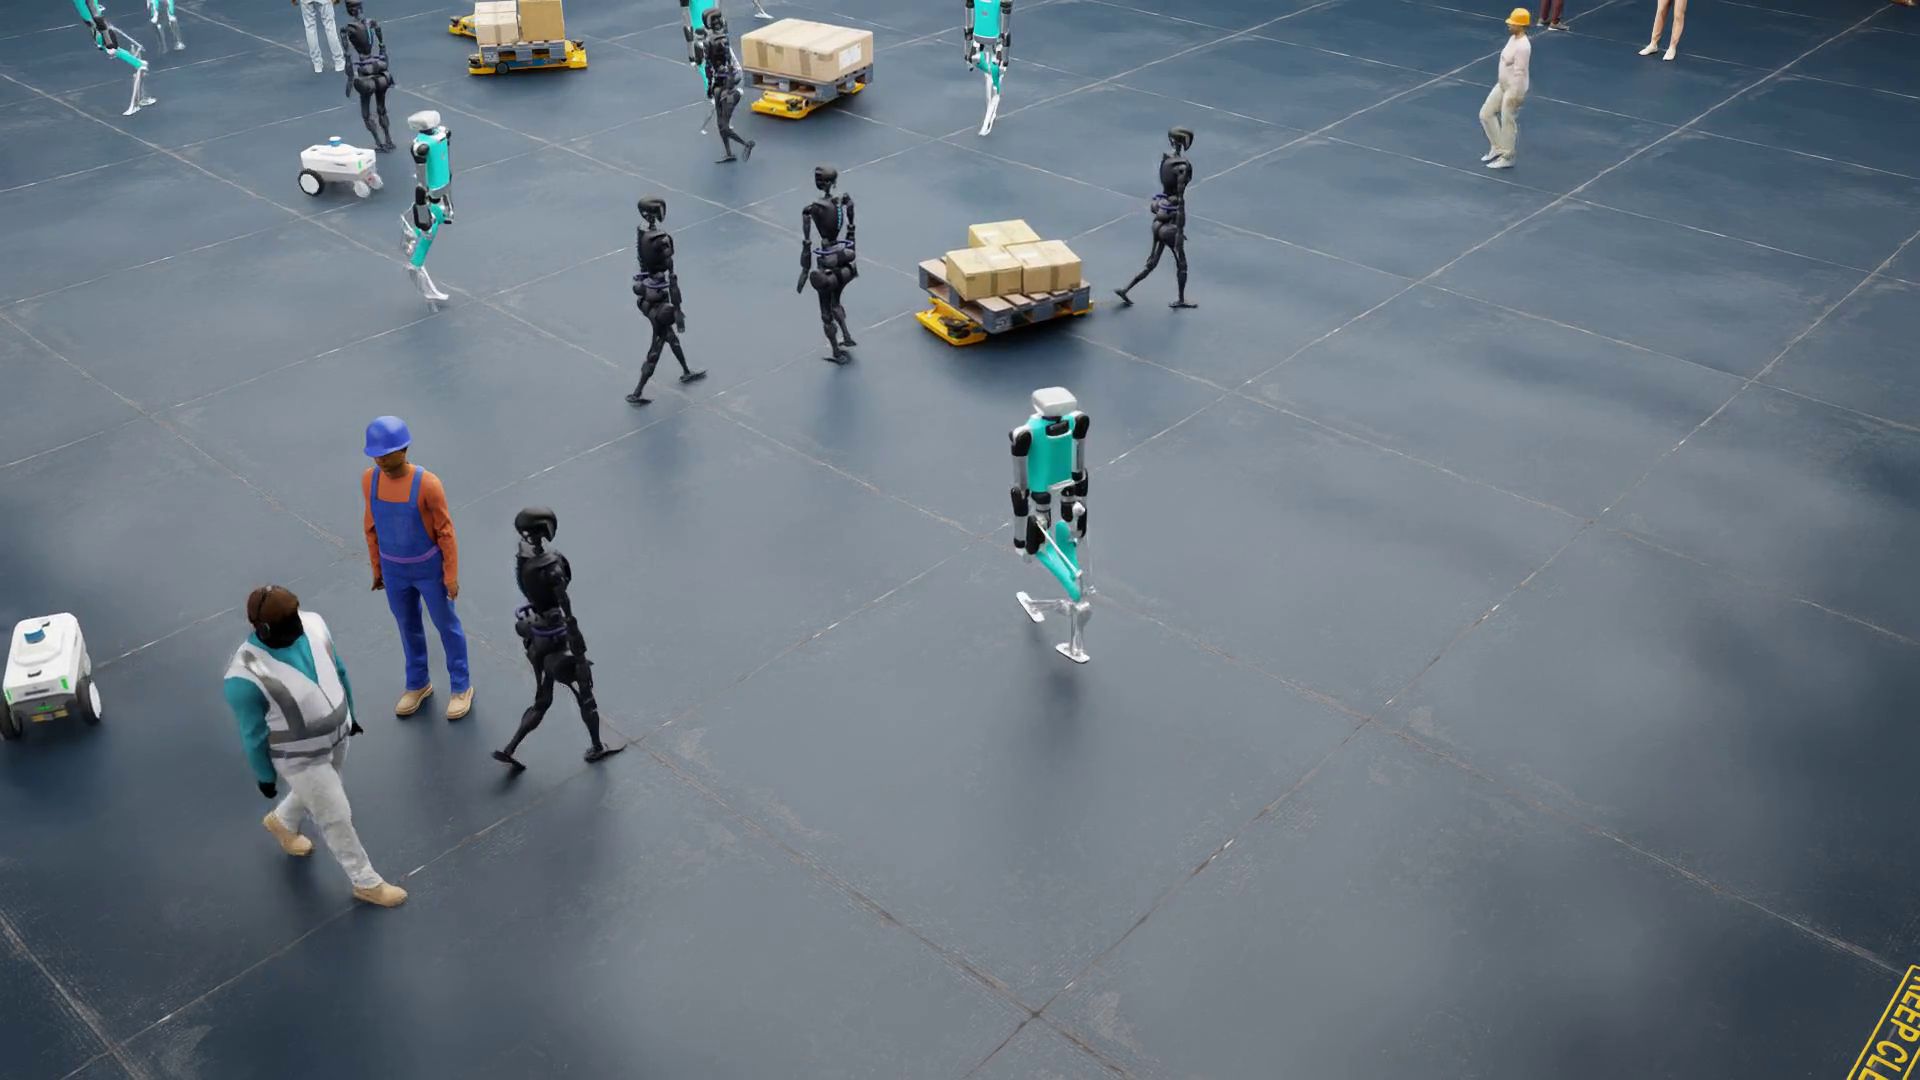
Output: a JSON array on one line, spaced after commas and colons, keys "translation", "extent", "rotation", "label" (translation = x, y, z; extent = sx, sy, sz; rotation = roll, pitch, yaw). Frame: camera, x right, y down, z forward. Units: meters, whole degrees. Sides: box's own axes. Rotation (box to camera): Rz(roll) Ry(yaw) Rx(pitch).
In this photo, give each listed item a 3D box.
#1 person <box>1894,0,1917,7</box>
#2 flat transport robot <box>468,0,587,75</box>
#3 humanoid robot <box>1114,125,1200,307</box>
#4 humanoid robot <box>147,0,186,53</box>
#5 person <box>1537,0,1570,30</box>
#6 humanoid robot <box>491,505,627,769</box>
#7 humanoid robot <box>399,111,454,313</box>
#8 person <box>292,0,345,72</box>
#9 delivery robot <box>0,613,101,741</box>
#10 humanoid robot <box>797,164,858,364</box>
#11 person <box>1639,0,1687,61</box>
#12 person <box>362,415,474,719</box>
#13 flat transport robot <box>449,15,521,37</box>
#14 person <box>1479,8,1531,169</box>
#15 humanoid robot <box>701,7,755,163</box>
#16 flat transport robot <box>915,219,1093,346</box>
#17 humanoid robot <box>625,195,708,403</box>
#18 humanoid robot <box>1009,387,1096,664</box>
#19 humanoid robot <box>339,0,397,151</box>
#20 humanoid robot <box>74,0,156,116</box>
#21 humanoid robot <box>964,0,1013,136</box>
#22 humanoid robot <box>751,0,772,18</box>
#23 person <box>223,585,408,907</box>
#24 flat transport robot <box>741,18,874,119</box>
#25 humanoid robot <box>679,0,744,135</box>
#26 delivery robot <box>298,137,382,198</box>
[{"translation": [13.220, -8.469, 23.269], "extent": [0.647, 1.882, 0.733], "rotation": [-24, 39, -33], "label": "person"}, {"translation": [-5.462, -6.117, 21.003], "extent": [1.431, 0.231, 0.659], "rotation": [-7, 33, -11], "label": "flat transport robot"}, {"translation": [1.736, -2.765, 14.314], "extent": [0.704, 1.640, 0.608], "rotation": [-4, 32, -7], "label": "humanoid robot"}, {"translation": [-10.182, -7.071, 21.167], "extent": [0.545, 1.815, 0.709], "rotation": [-6, 32, -10], "label": "humanoid robot"}, {"translation": [8.027, -7.740, 22.152], "extent": [0.364, 1.813, 0.553], "rotation": [-10, 33, -16], "label": "person"}, {"translation": [-2.248, 0.562, 8.948], "extent": [0.690, 1.649, 0.588], "rotation": [-23, 39, -32], "label": "humanoid robot"}, {"translation": [-4.673, -2.776, 14.315], "extent": [0.762, 1.866, 0.534], "rotation": [6, 32, 10], "label": "humanoid robot"}, {"translation": [-7.940, -6.721, 20.413], "extent": [0.587, 1.920, 0.391], "rotation": [-4, 32, -6], "label": "person"}, {"translation": [-5.298, 0.774, 9.645], "extent": [0.499, 0.603, 0.782], "rotation": [-11, 33, -17], "label": "delivery robot"}, {"translation": [-1.052, -2.223, 13.406], "extent": [0.324, 1.650, 0.586], "rotation": [27, 41, 36], "label": "humanoid robot"}, {"translation": [9.018, -7.013, 20.924], "extent": [0.349, 1.876, 0.517], "rotation": [-26, 40, -35], "label": "person"}, {"translation": [-3.067, 0.157, 9.348], "extent": [0.512, 1.910, 0.363], "rotation": [5, 32, 7], "label": "person"}, {"translation": [-6.069, -6.785, 22.080], "extent": [1.431, 0.231, 0.659], "rotation": [21, 38, 30], "label": "flat transport robot"}, {"translation": [5.711, -4.711, 17.388], "extent": [0.418, 1.678, 0.501], "rotation": [-1, 32, -2], "label": "person"}, {"translation": [-2.461, -4.812, 17.569], "extent": [0.451, 1.636, 0.598], "rotation": [-21, 37, -30], "label": "humanoid robot"}, {"translation": [0.390, -2.021, 14.408], "extent": [1.431, 0.231, 0.659], "rotation": [-19, 36, -27], "label": "flat transport robot"}, {"translation": [-2.336, -1.884, 12.897], "extent": [0.795, 1.625, 0.590], "rotation": [-22, 38, -31], "label": "humanoid robot"}, {"translation": [0.623, -0.019, 9.789], "extent": [0.548, 1.732, 0.997], "rotation": [-20, 37, -29], "label": "humanoid robot"}, {"translation": [-6.375, -5.013, 17.901], "extent": [0.353, 1.638, 0.616], "rotation": [17, 36, 25], "label": "humanoid robot"}, {"translation": [-9.591, -5.760, 19.035], "extent": [0.878, 1.770, 0.585], "rotation": [-24, 39, -33], "label": "humanoid robot"}, {"translation": [0.366, -5.401, 18.486], "extent": [0.562, 1.757, 0.957], "rotation": [11, 33, 17], "label": "humanoid robot"}, {"translation": [-2.750, -7.846, 22.508], "extent": [0.713, 1.899, 0.541], "rotation": [9, 33, 14], "label": "humanoid robot"}, {"translation": [-3.228, 0.968, 8.136], "extent": [0.858, 1.814, 0.630], "rotation": [11, 33, 17], "label": "person"}, {"translation": [-1.797, -5.311, 19.706], "extent": [0.659, 0.231, 1.431], "rotation": [17, 36, 26], "label": "flat transport robot"}, {"translation": [-2.677, -5.308, 18.331], "extent": [0.542, 1.803, 0.723], "rotation": [-25, 39, -34], "label": "humanoid robot"}, {"translation": [-6.368, -3.831, 17.049], "extent": [0.781, 0.591, 0.499], "rotation": [7, 33, 11], "label": "delivery robot"}]
